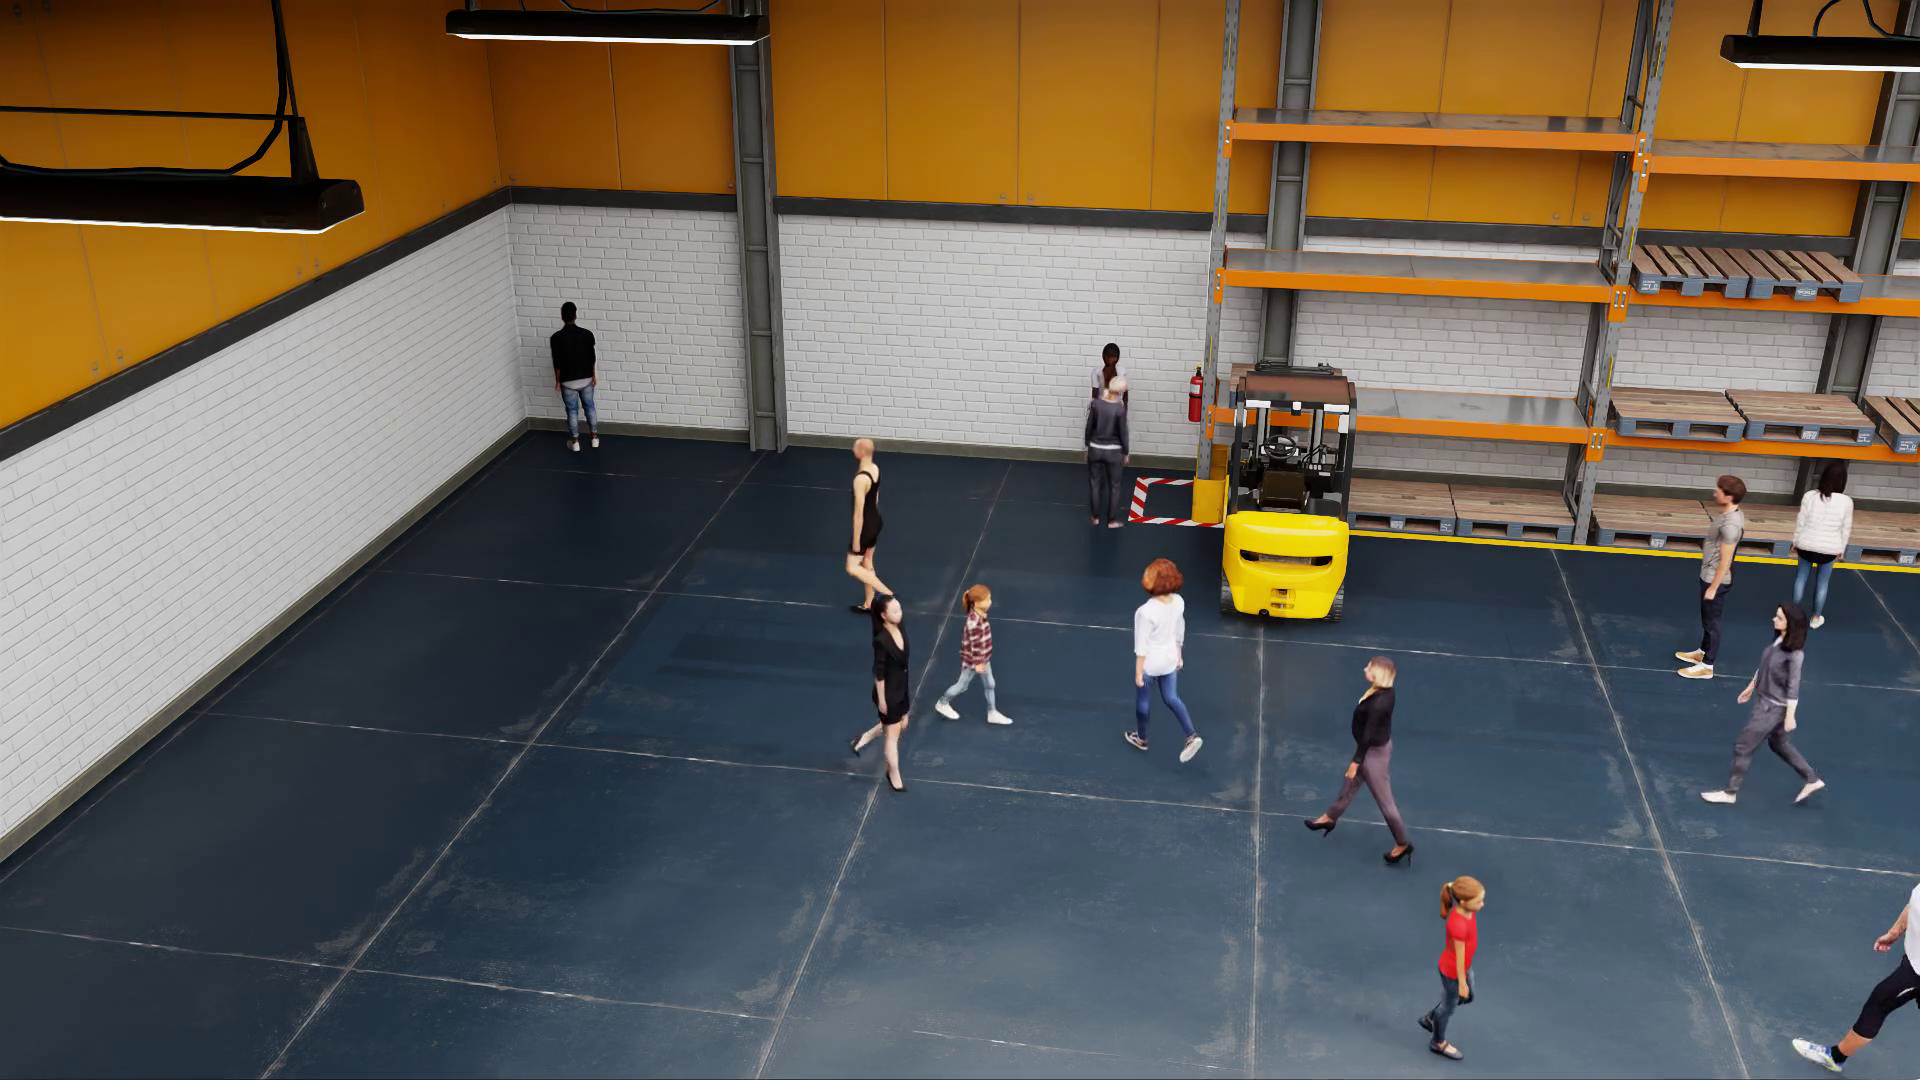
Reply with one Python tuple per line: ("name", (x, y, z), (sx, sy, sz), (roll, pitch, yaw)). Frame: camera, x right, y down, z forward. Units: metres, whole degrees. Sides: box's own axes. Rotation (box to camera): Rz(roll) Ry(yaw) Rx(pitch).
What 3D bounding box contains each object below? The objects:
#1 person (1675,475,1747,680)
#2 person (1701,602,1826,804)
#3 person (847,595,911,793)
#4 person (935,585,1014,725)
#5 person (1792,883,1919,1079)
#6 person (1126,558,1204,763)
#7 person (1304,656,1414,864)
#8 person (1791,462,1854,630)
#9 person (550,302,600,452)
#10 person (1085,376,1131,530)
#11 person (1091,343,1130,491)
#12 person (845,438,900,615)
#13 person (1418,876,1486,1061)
("person", (6.687, 0.319, 14.694), (0.624, 1.888, 0.691), (9, 25, 19))
("person", (6.306, 1.285, 12.690), (1.116, 1.724, 0.616), (5, 24, 11))
("person", (-0.614, 1.182, 12.972), (0.887, 1.687, 0.729), (11, 26, 24))
("person", (0.061, 0.970, 13.967), (0.939, 1.279, 0.636), (9, 25, 19))
("person", (5.759, 2.519, 9.761), (1.292, 1.809, 0.916), (12, 26, 25))
("person", (1.663, 0.994, 13.399), (1.041, 1.690, 1.086), (-16, 28, -32))
("person", (3.084, 1.626, 12.031), (1.104, 1.626, 0.773), (9, 25, 21))
("person", (8.081, 0.041, 15.643), (0.609, 1.637, 0.746), (14, 27, 28))
("person", (-4.625, -1.971, 20.026), (0.749, 1.814, 0.850), (-11, 26, -23))
("person", (1.559, -0.968, 17.864), (0.619, 1.709, 0.771), (4, 24, 8))
("person", (1.695, -1.412, 18.866), (0.557, 1.719, 0.701), (-2, 24, -5))
("person", (-0.805, -0.088, 15.727), (0.776, 1.807, 0.702), (6, 24, 14))
("person", (2.973, 2.606, 10.201), (0.613, 1.297, 0.559), (13, 27, 27))
